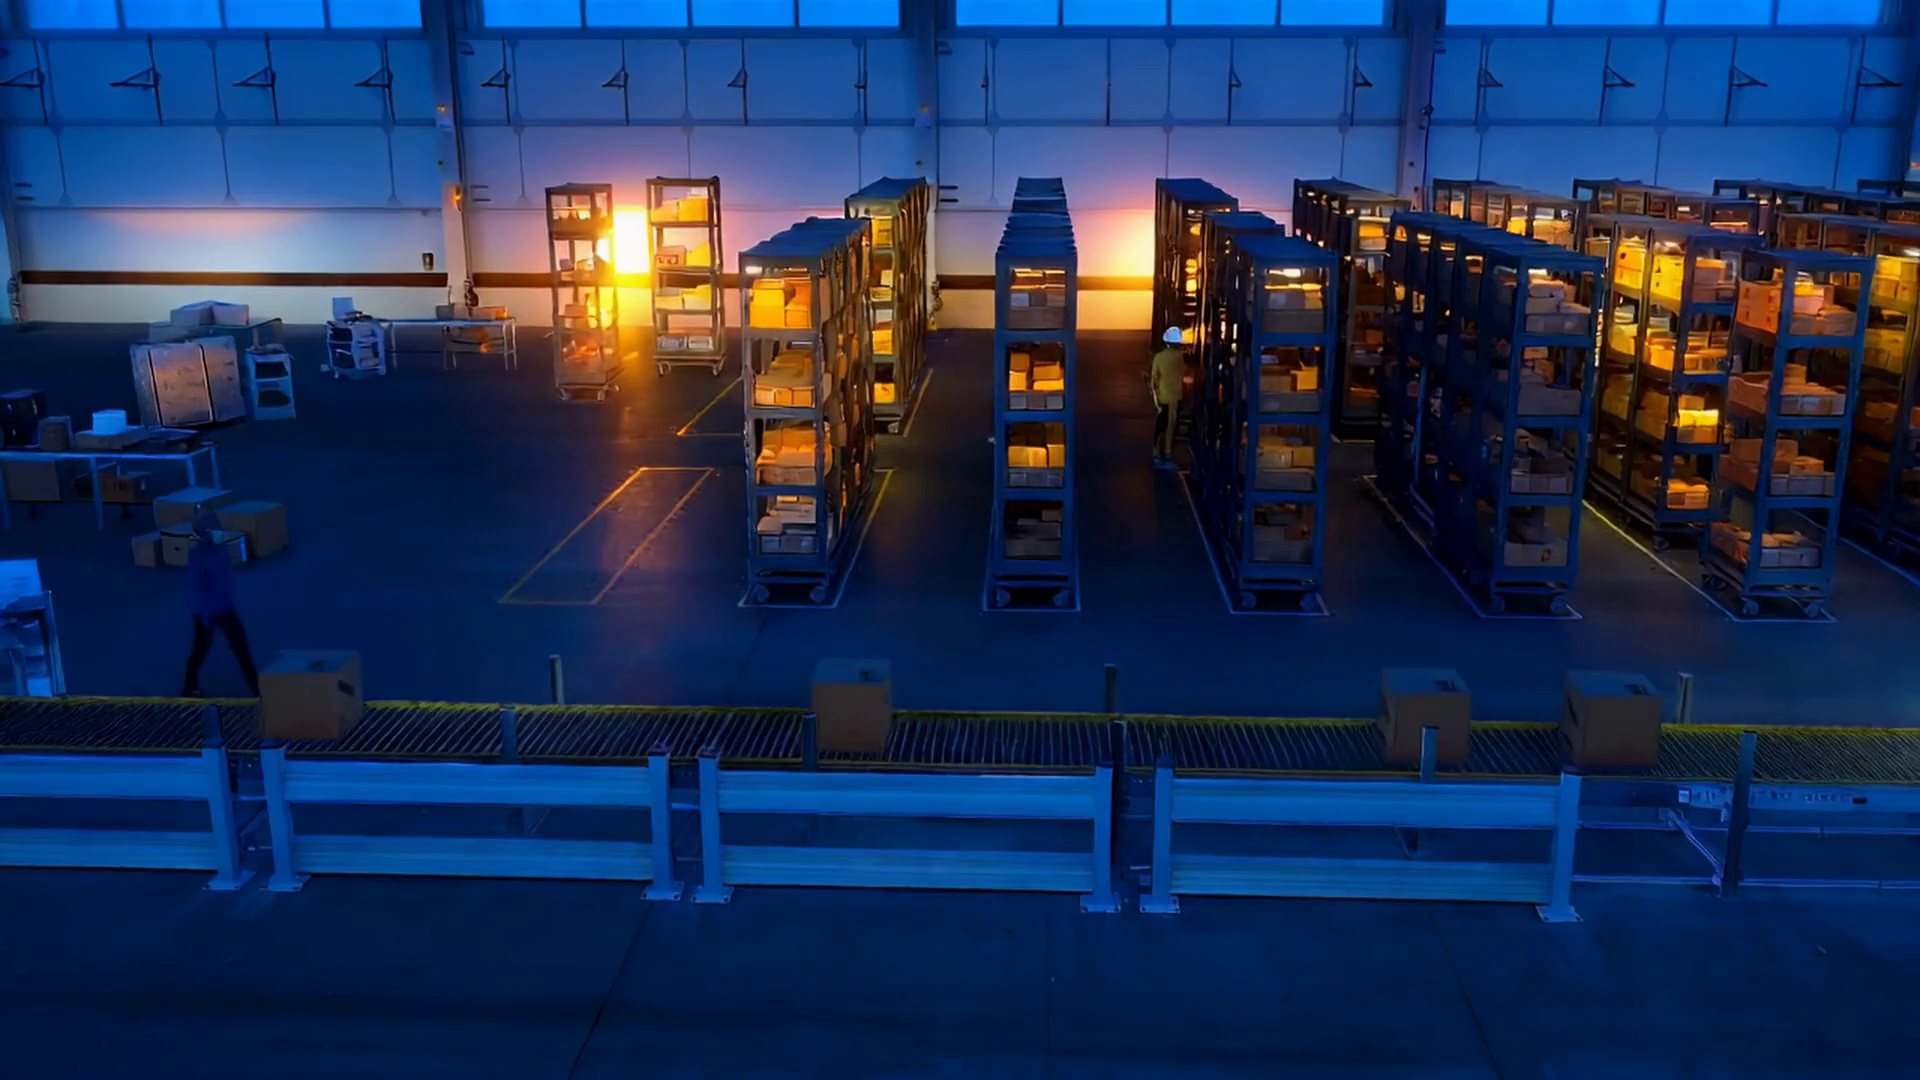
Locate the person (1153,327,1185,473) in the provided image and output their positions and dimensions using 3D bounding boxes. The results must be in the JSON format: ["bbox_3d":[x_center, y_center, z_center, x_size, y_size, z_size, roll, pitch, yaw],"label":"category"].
[{"bbox_3d":[2.906,-1.942,22.967,0.392,1.995,0.612,13,20,40],"label":"person"}]

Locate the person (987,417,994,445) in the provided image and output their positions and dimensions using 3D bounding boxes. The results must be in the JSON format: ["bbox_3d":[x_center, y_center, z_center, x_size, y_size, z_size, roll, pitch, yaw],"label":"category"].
[{"bbox_3d":[0.841,-2.286,24.645,0.961,1.775,0.605,0,15,-1],"label":"person"}]

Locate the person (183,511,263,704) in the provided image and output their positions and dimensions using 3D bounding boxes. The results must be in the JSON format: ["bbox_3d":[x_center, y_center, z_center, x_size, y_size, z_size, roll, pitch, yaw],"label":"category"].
[{"bbox_3d":[-6.314,0.585,14.117,0.925,1.715,0.545,4,16,14],"label":"person"}]
